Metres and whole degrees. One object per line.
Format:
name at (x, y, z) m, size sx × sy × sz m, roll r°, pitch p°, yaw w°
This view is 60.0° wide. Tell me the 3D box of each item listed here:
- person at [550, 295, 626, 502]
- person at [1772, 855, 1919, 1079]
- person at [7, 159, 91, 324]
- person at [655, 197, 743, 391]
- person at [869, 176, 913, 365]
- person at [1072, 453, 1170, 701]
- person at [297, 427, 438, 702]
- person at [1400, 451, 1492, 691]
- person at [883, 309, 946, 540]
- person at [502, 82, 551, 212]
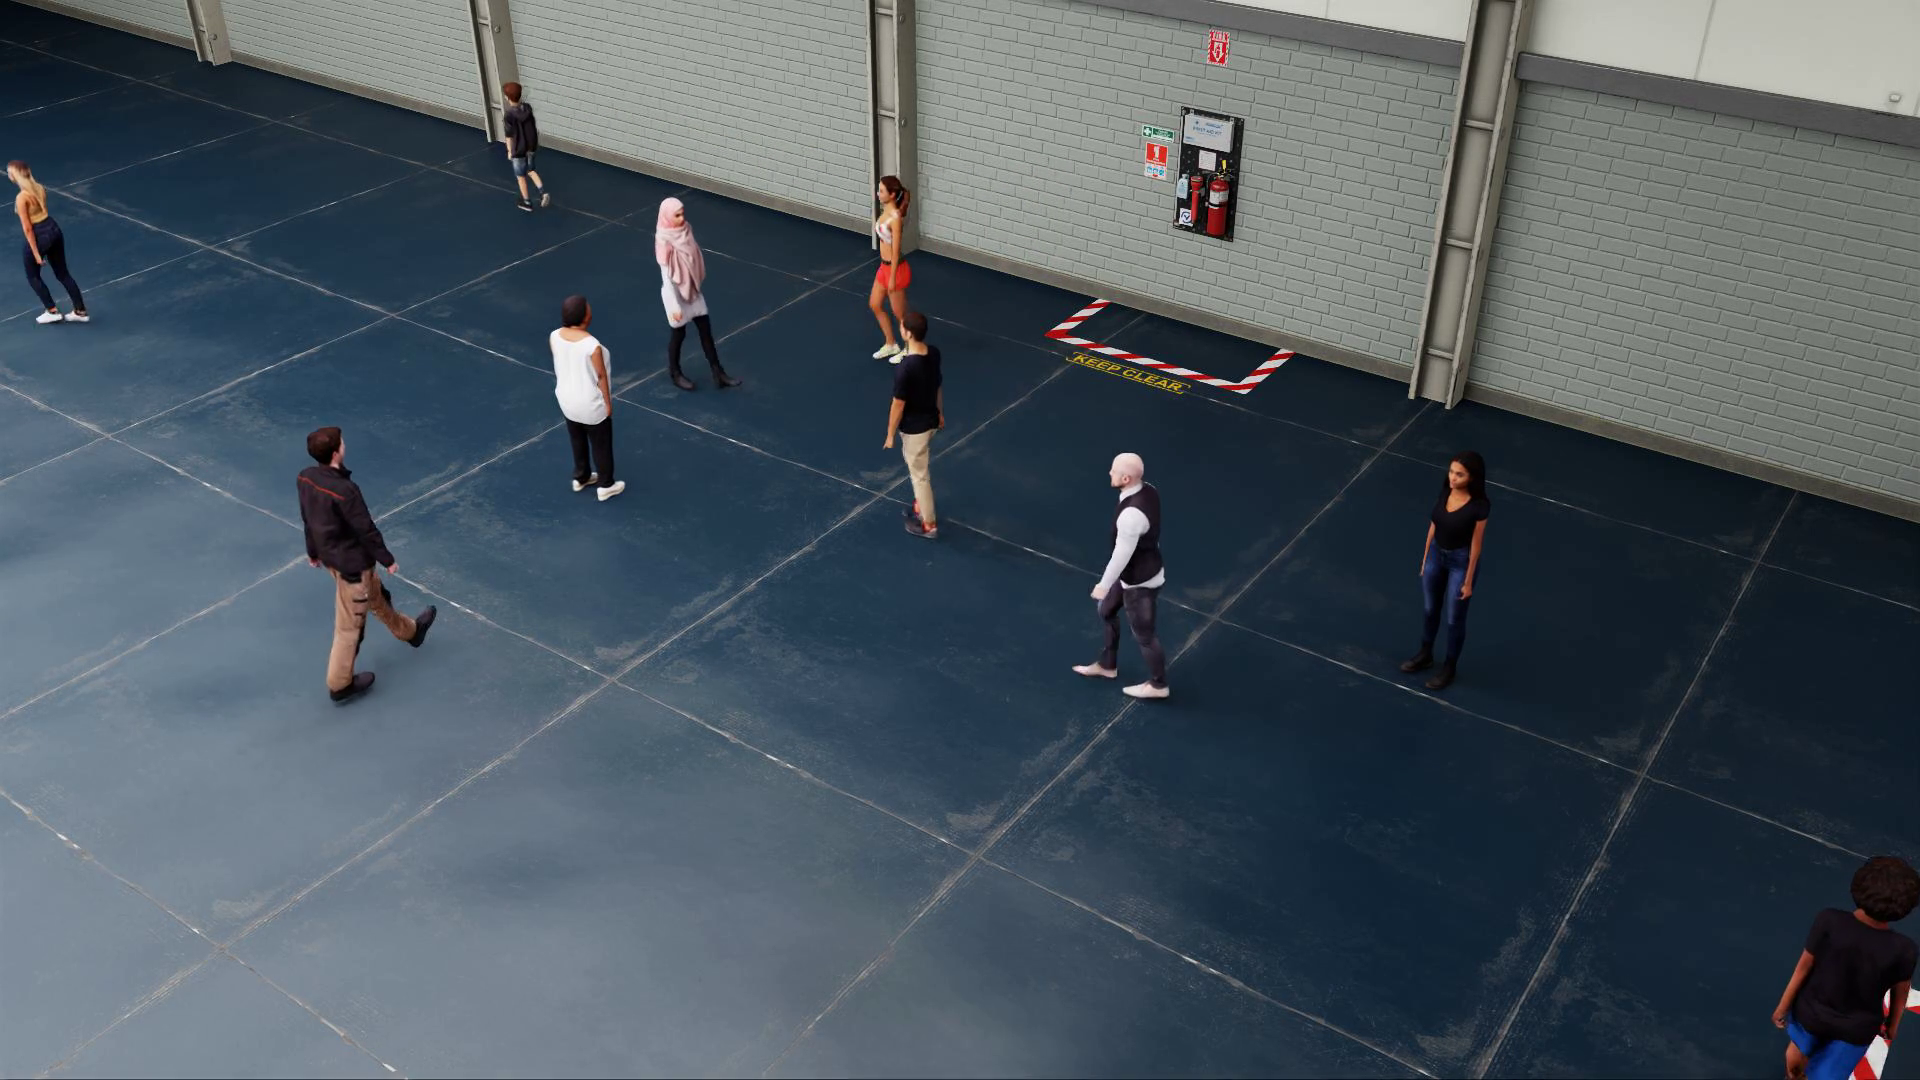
person at (-2.910, -1.121, 12.954) m, size 0.551 × 1.686 × 0.715 m, roll 18°, pitch 36°, yaw 26°
person at (3.973, 2.235, 7.578) m, size 1.054 × 1.744 × 0.700 m, roll 21°, pitch 38°, yaw 29°
person at (-8.541, -2.783, 15.660) m, size 0.799 × 1.610 × 0.723 m, roll 7°, pitch 33°, yaw 10°
person at (-2.484, -2.118, 14.444) m, size 0.956 × 1.783 × 0.717 m, roll 15°, pitch 35°, yaw 23°
person at (-0.507, -2.405, 14.904) m, size 0.812 × 1.778 × 0.749 m, roll -8°, pitch 33°, yaw -13°
person at (1.222, 0.282, 10.630) m, size 1.033 × 1.792 × 0.917 m, roll 4°, pitch 32°, yaw 6°
person at (-3.999, 0.197, 10.688) m, size 1.108 × 1.875 × 0.793 m, roll 21°, pitch 38°, yaw 30°
person at (3.208, 0.180, 10.843) m, size 0.663 × 1.737 × 0.548 m, roll -24°, pitch 39°, yaw -32°
person at (-0.235, -0.820, 12.326) m, size 0.634 × 1.847 × 0.680 m, roll 18°, pitch 37°, yaw 27°
person at (-4.753, -4.285, 18.199) m, size 0.716 × 1.441 × 0.559 m, roll 23°, pitch 39°, yaw 32°
